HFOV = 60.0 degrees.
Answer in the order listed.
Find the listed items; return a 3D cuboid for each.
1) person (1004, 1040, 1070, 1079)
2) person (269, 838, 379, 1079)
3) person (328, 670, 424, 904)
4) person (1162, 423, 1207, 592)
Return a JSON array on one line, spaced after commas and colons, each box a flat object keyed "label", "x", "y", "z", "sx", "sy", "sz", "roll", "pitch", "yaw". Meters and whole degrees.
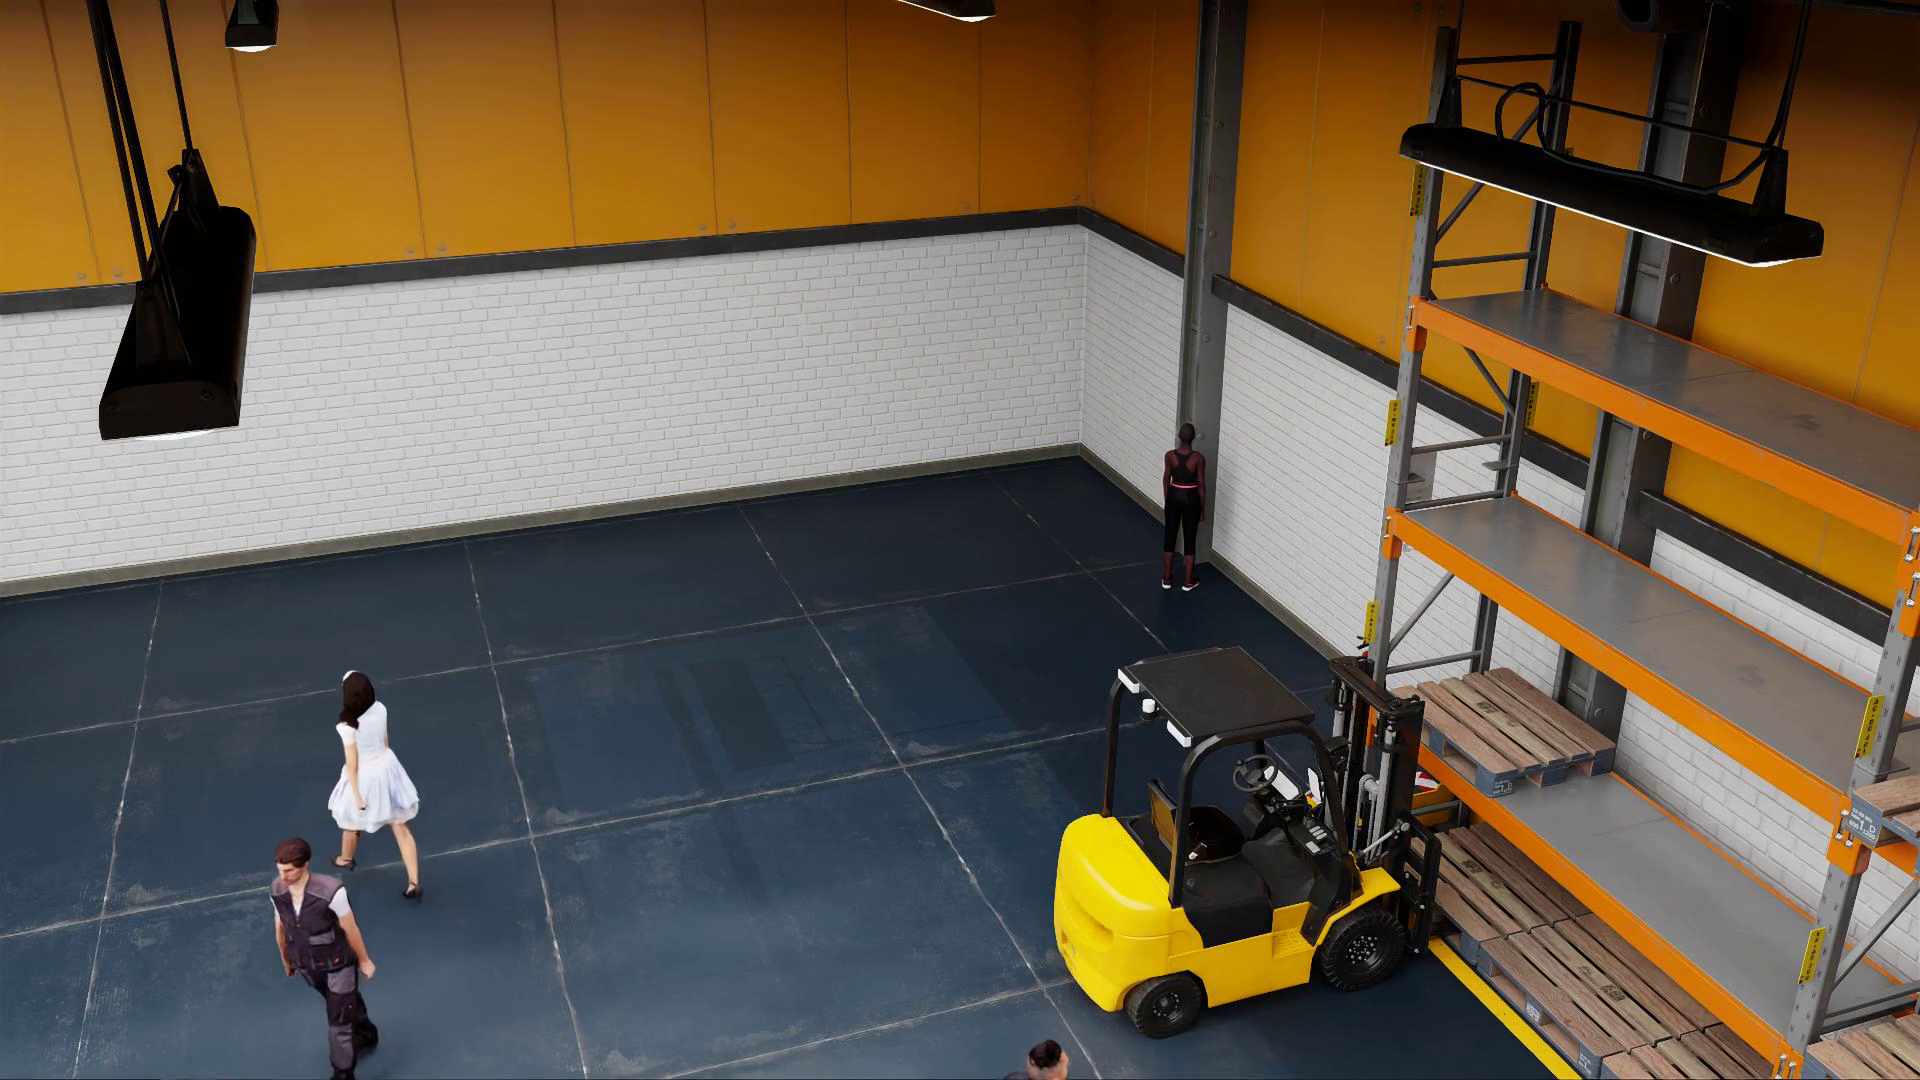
[{"label": "person", "x": 0.403, "y": 3.226, "z": 8.278, "sx": 0.875, "sy": 1.865, "sz": 0.705, "roll": -14, "pitch": 27, "yaw": -29}, {"label": "person", "x": -3.767, "y": 2.494, "z": 10.026, "sx": 1.042, "sy": 1.805, "sz": 1.153, "roll": 8, "pitch": 25, "yaw": 17}, {"label": "person", "x": -4.039, "y": 1.779, "z": 11.699, "sx": 1.222, "sy": 1.775, "sz": 1.076, "roll": 15, "pitch": 28, "yaw": 31}, {"label": "person", "x": 2.214, "y": -0.340, "z": 16.574, "sx": 0.668, "sy": 1.754, "sz": 0.713, "roll": 8, "pitch": 25, "yaw": 18}]
